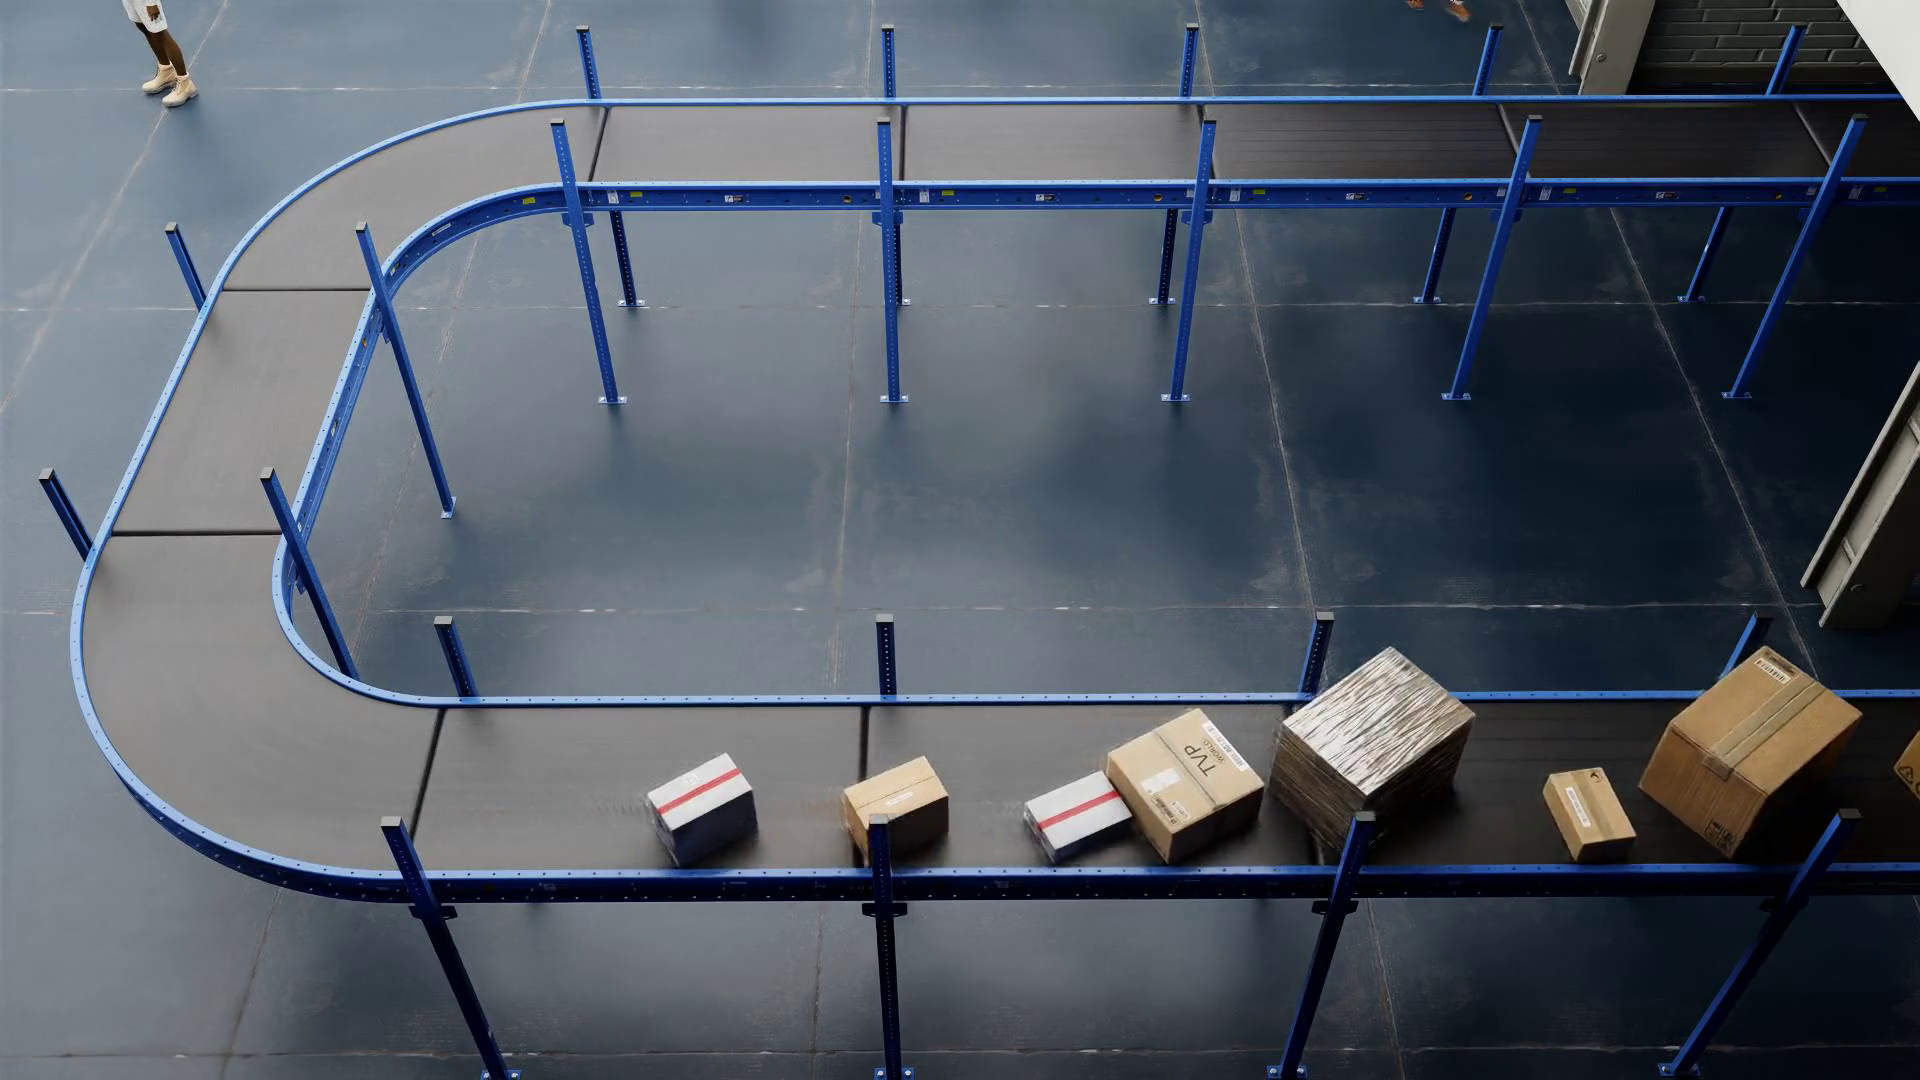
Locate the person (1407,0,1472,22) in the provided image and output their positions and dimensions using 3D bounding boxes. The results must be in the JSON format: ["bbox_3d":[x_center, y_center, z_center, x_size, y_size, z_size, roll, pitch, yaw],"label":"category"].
[{"bbox_3d":[4.393,-5.550,15.150,0.612,1.957,0.574,-21,50,-18],"label":"person"}]

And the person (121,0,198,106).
[{"bbox_3d":[-6.821,-4.537,14.118,0.615,2.040,0.391,34,55,27],"label":"person"}]
